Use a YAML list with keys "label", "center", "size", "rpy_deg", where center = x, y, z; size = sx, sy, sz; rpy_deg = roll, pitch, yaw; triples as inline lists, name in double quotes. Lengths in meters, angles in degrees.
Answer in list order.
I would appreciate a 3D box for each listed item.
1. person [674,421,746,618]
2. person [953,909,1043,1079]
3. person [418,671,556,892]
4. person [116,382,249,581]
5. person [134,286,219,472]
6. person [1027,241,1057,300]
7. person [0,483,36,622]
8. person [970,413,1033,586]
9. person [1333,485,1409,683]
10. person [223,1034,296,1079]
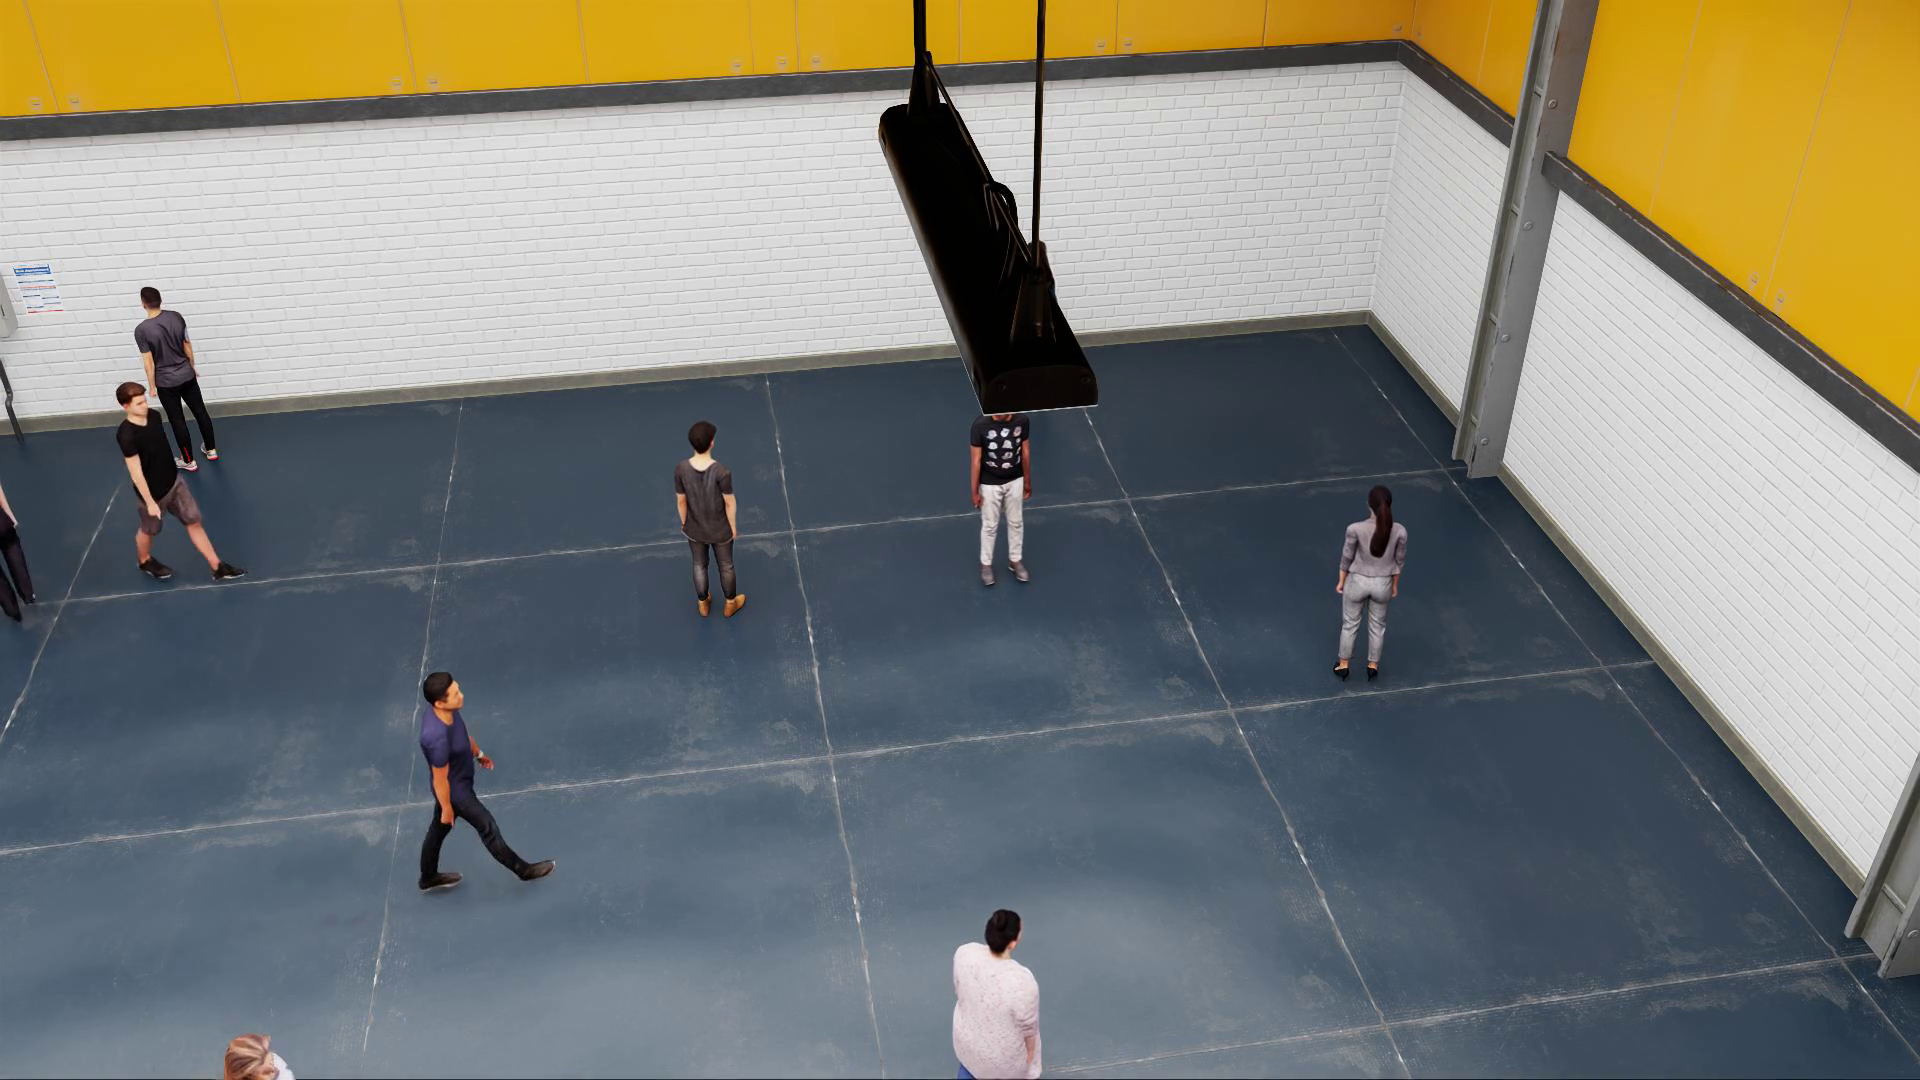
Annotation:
- label: "person"
  center: [-1.968, -0.150, 13.005]
  size: [0.682, 1.717, 0.658]
  rpy_deg: [5, 34, 8]
- label: "person"
  center: [0.169, 2.607, 8.833]
  size: [0.787, 1.744, 0.855]
  rpy_deg: [23, 40, 30]
- label: "person"
  center: [-3.251, 1.557, 10.415]
  size: [0.765, 1.741, 1.054]
  rpy_deg: [-8, 34, -12]
- label: "person"
  center: [-6.510, -0.433, 13.342]
  size: [1.076, 1.814, 1.252]
  rpy_deg: [7, 34, 11]
- label: "person"
  center: [-7.054, -1.457, 14.928]
  size: [0.773, 1.764, 0.710]
  rpy_deg: [21, 39, 28]
- label: "person"
  center: [0.716, -2.115, 16.054]
  size: [0.708, 1.615, 0.753]
  rpy_deg: [15, 37, 22]
- label: "person"
  center: [-7.552, -0.066, 12.943]
  size: [0.720, 1.646, 0.767]
  rpy_deg: [-25, 41, -32]
- label: "person"
  center: [0.329, -0.477, 13.421]
  size: [0.682, 1.801, 0.644]
  rpy_deg: [-9, 35, -13]
- label: "person"
  center: [3.019, 0.343, 12.297]
  size: [0.678, 1.679, 0.664]
  rpy_deg: [3, 34, 5]
- label: "person"
  center: [-3.486, 3.000, 8.297]
  size: [0.794, 1.683, 0.604]
  rpy_deg: [-19, 38, -26]
